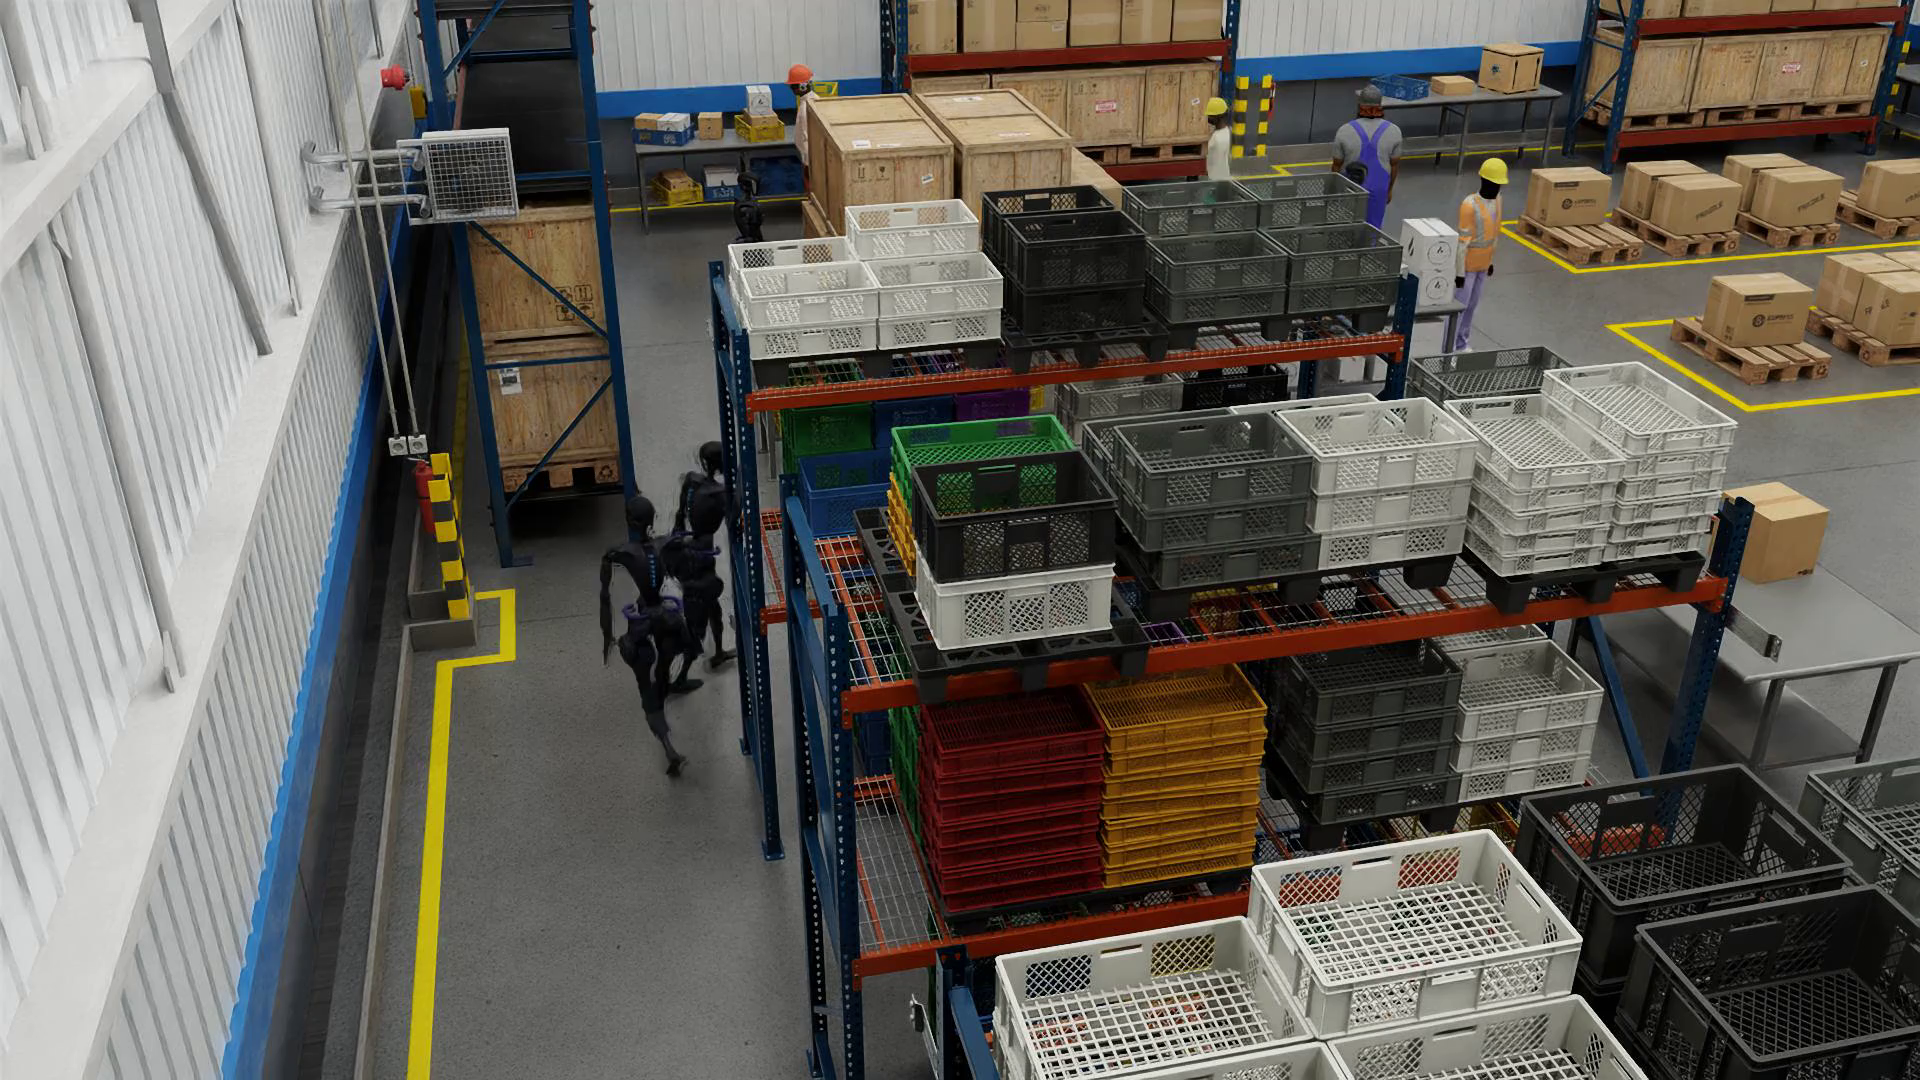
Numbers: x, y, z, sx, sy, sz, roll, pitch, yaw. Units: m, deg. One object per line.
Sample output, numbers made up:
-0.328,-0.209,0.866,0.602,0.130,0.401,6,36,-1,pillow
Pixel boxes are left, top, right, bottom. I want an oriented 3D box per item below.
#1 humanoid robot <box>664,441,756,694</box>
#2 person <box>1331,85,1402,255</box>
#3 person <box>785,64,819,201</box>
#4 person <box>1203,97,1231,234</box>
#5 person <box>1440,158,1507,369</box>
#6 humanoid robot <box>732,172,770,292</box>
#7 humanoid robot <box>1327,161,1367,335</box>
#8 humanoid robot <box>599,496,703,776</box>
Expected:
-1.591,0.160,10.259,0.695,1.621,0.604,-20,34,-32,humanoid robot
4.137,-3.661,17.093,0.685,2.000,0.536,4,28,7,person
-1.661,-4.195,18.182,0.430,1.977,0.607,1,28,2,person
2.798,-3.861,17.792,0.534,1.739,0.527,5,28,9,person
4.666,-2.505,15.023,0.589,1.923,0.378,-25,36,-38,person
-1.954,-2.613,15.494,0.336,1.649,0.570,2,28,4,humanoid robot
3.635,-2.791,15.828,0.350,1.646,0.576,-5,28,-9,humanoid robot
-1.757,0.539,9.565,0.554,1.642,0.725,-15,31,-26,humanoid robot
